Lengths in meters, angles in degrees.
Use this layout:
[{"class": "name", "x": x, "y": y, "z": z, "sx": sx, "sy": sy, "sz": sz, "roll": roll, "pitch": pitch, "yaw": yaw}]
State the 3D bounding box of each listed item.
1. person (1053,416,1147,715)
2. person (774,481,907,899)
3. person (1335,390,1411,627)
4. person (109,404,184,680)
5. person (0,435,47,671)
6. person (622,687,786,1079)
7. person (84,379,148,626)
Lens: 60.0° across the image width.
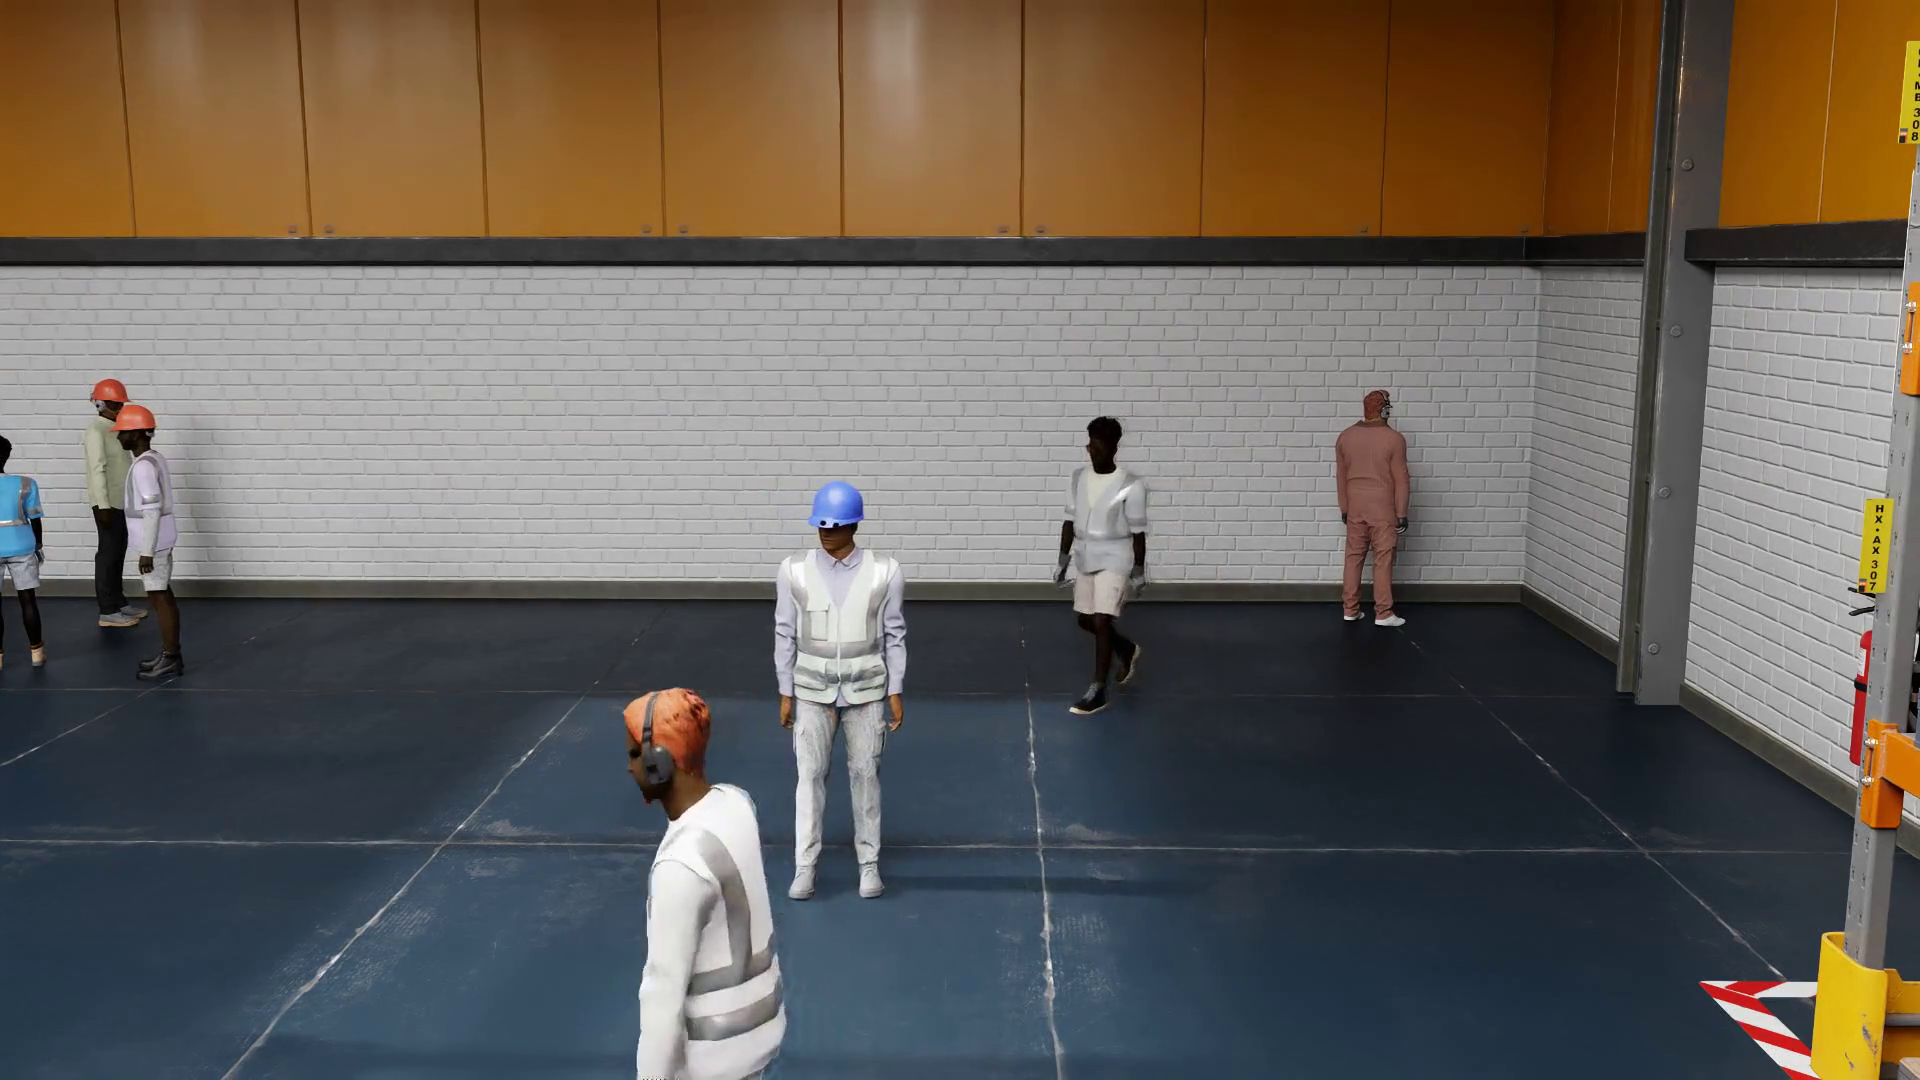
[{"class": "person", "x": 0.988, "y": 0.136, "z": 10.954, "sx": 0.604, "sy": 1.944, "sz": 0.800, "roll": 9, "pitch": 13, "yaw": 43}, {"class": "person", "x": -0.545, "y": 0.688, "z": 7.640, "sx": 0.605, "sy": 1.944, "sz": 0.403, "roll": 0, "pitch": 9, "yaw": -2}, {"class": "person", "x": 3.338, "y": -0.254, "z": 13.394, "sx": 0.410, "sy": 1.909, "sz": 0.643, "roll": -9, "pitch": 13, "yaw": -44}, {"class": "person", "x": -5.710, "y": 0.015, "z": 11.689, "sx": 0.379, "sy": 1.937, "sz": 0.548, "roll": -3, "pitch": 10, "yaw": -18}, {"class": "person", "x": -6.868, "y": 0.092, "z": 11.951, "sx": 0.541, "sy": 1.695, "sz": 0.315, "roll": -7, "pitch": 12, "yaw": -36}, {"class": "person", "x": -0.638, "y": 1.290, "z": 4.242, "sx": 0.419, "sy": 1.867, "sz": 0.616, "roll": 0, "pitch": 9, "yaw": 3}, {"class": "person", "x": -6.839, "y": -0.307, "z": 13.455, "sx": 0.391, "sy": 1.990, "sz": 0.623, "roll": -2, "pitch": 10, "yaw": -12}]
